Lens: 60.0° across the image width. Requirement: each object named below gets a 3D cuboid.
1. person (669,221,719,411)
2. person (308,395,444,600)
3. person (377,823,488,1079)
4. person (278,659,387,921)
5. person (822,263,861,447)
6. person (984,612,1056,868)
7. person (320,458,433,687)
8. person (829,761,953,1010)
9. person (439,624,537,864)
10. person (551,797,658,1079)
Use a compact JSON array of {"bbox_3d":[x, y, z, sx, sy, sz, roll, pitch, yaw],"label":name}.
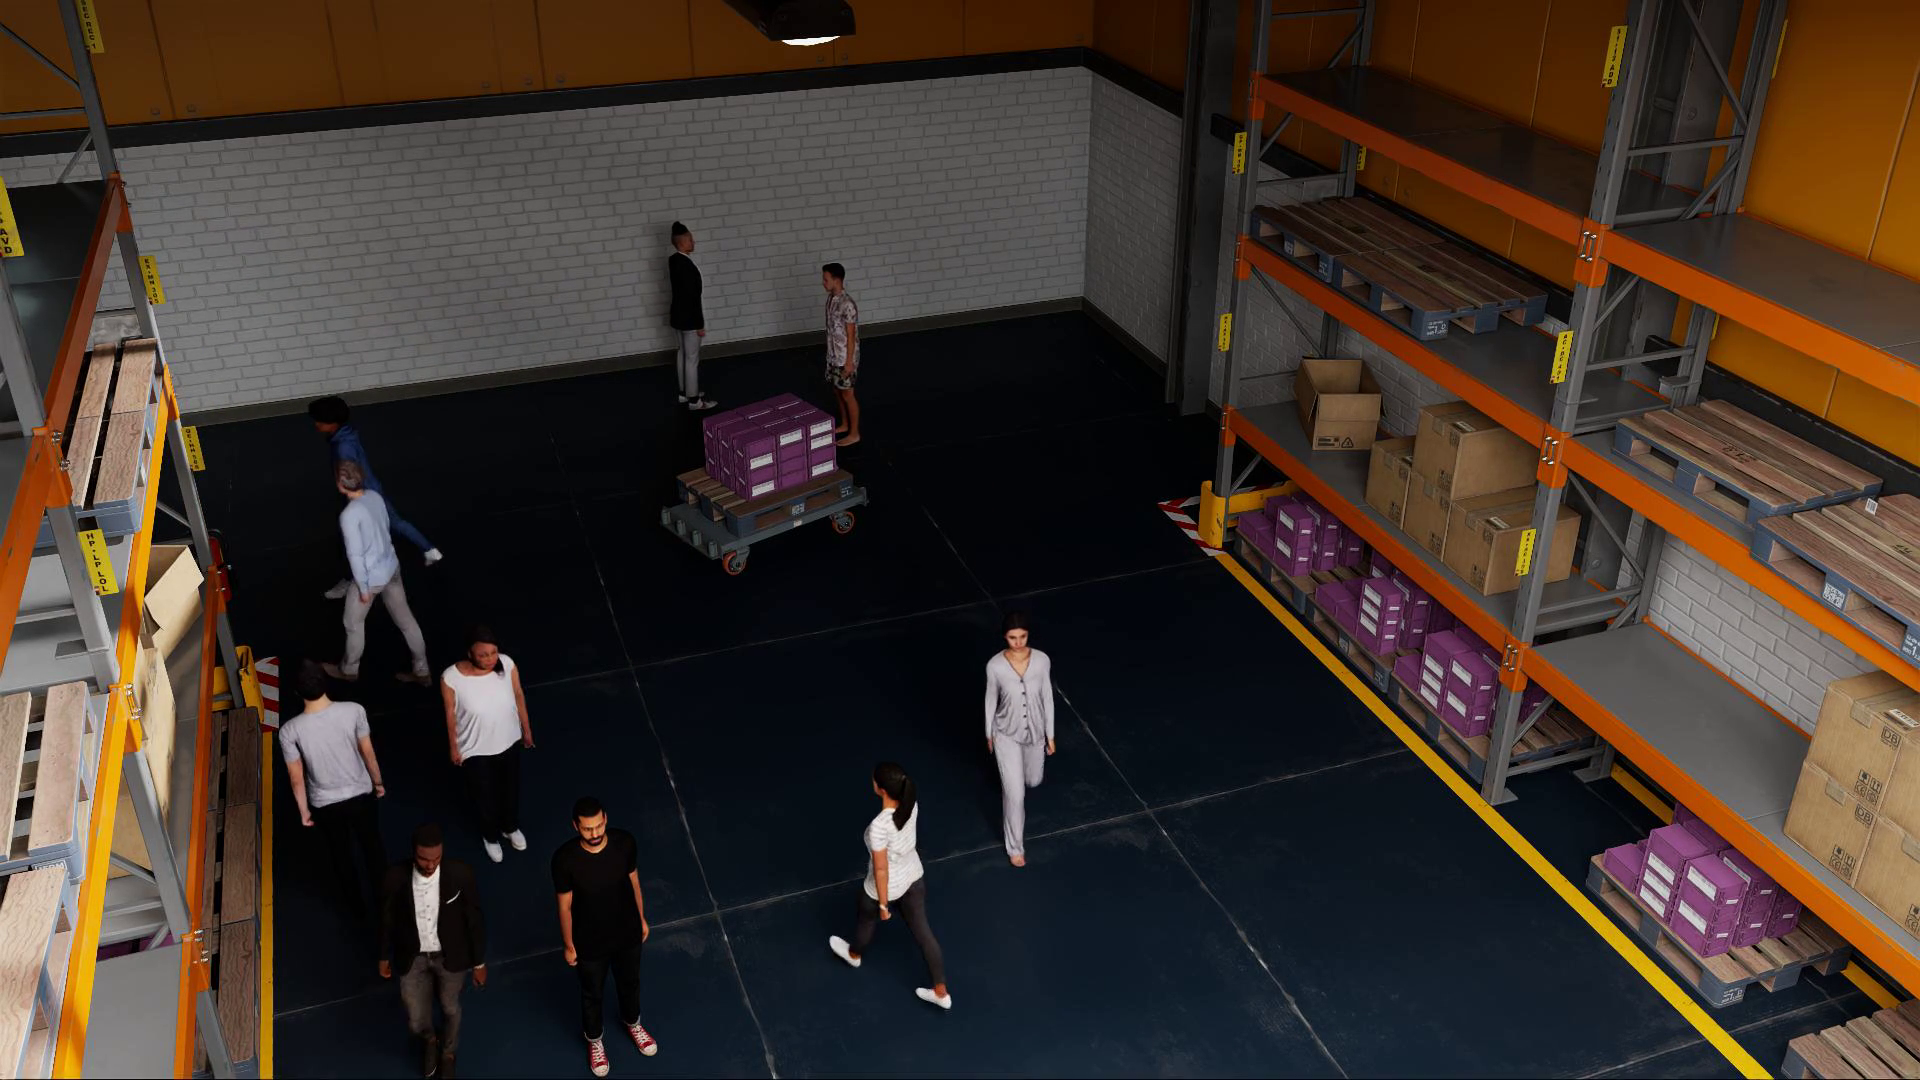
[{"bbox_3d":[-2.786,-2.292,16.910,0.790,1.956,0.583,-14,32,-24],"label":"person"},{"bbox_3d":[-4.791,-0.371,13.606,0.766,1.749,1.136,-8,30,-14],"label":"person"},{"bbox_3d":[-2.808,2.169,8.919,0.776,1.779,0.699,-4,29,-7],"label":"person"},{"bbox_3d":[-3.674,1.580,9.925,0.729,1.848,0.934,-14,31,-24],"label":"person"},{"bbox_3d":[-1.134,-1.831,16.218,0.763,1.810,0.561,-14,32,-24],"label":"person"},{"bbox_3d":[0.368,1.203,10.722,0.658,1.748,1.014,-6,29,-11],"label":"person"},{"bbox_3d":[-4.223,0.291,12.287,1.107,1.849,1.129,7,29,12],"label":"person"},{"bbox_3d":[-0.301,1.988,9.443,1.185,1.595,0.977,21,35,33],"label":"person"},{"bbox_3d":[-3.039,1.258,10.690,0.759,1.681,0.744,-21,35,-33],"label":"person"},{"bbox_3d":[-1.929,2.115,9.040,0.681,1.758,0.628,-17,33,-28],"label":"person"}]
